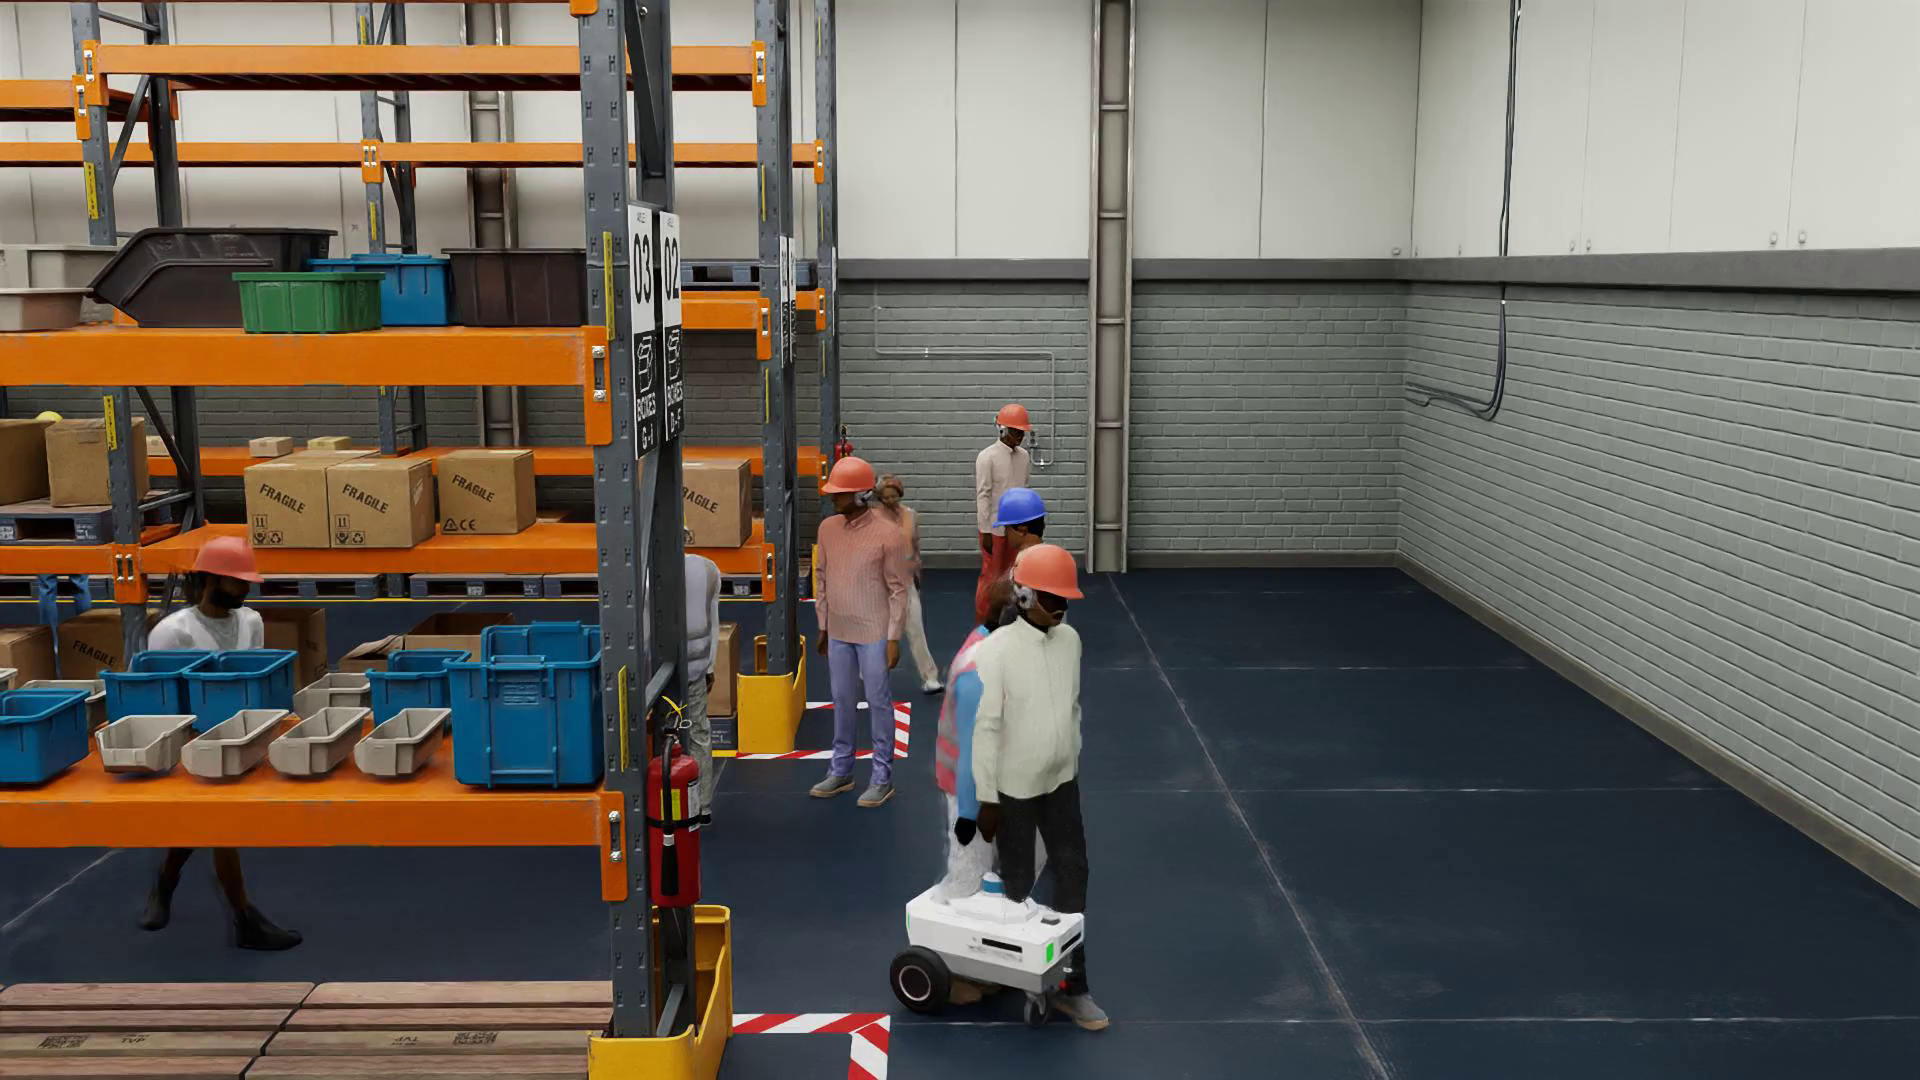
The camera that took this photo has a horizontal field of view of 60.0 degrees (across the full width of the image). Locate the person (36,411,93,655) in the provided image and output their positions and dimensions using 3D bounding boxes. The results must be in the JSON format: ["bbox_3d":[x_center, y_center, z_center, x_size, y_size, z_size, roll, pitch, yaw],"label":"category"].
[{"bbox_3d":[-7.109,-0.052,13.102,0.606,1.925,0.376,-5,10,-27],"label":"person"}]

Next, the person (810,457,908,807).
[{"bbox_3d":[-0.581,0.515,9.418,0.612,1.991,0.391,7,11,35],"label":"person"}]

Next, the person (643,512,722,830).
[{"bbox_3d":[-1.542,0.688,8.845,0.403,1.833,0.586,8,12,41],"label":"person"}]

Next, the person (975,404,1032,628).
[{"bbox_3d":[0.373,-0.098,13.241,0.434,1.977,0.603,8,12,41],"label":"person"}]

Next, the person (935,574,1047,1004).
[{"bbox_3d":[0.098,1.020,6.947,0.566,1.795,0.655,2,10,14],"label":"person"}]

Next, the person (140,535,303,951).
[{"bbox_3d":[-3.439,0.898,7.471,0.945,1.878,0.589,4,10,21],"label":"person"}]

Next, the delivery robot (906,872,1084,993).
[{"bbox_3d":[0.143,1.609,6.818,0.707,0.478,0.477,5,11,29],"label":"delivery robot"}]

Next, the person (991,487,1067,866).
[{"bbox_3d":[0.353,0.694,8.487,0.403,1.937,0.604,2,10,13],"label":"person"}]

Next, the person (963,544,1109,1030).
[{"bbox_3d":[0.313,0.972,6.794,0.668,1.935,0.785,-9,13,-42],"label":"person"}]

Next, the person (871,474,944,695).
[{"bbox_3d":[-0.459,0.321,11.835,0.529,1.590,0.842,-6,11,-34],"label":"person"}]
